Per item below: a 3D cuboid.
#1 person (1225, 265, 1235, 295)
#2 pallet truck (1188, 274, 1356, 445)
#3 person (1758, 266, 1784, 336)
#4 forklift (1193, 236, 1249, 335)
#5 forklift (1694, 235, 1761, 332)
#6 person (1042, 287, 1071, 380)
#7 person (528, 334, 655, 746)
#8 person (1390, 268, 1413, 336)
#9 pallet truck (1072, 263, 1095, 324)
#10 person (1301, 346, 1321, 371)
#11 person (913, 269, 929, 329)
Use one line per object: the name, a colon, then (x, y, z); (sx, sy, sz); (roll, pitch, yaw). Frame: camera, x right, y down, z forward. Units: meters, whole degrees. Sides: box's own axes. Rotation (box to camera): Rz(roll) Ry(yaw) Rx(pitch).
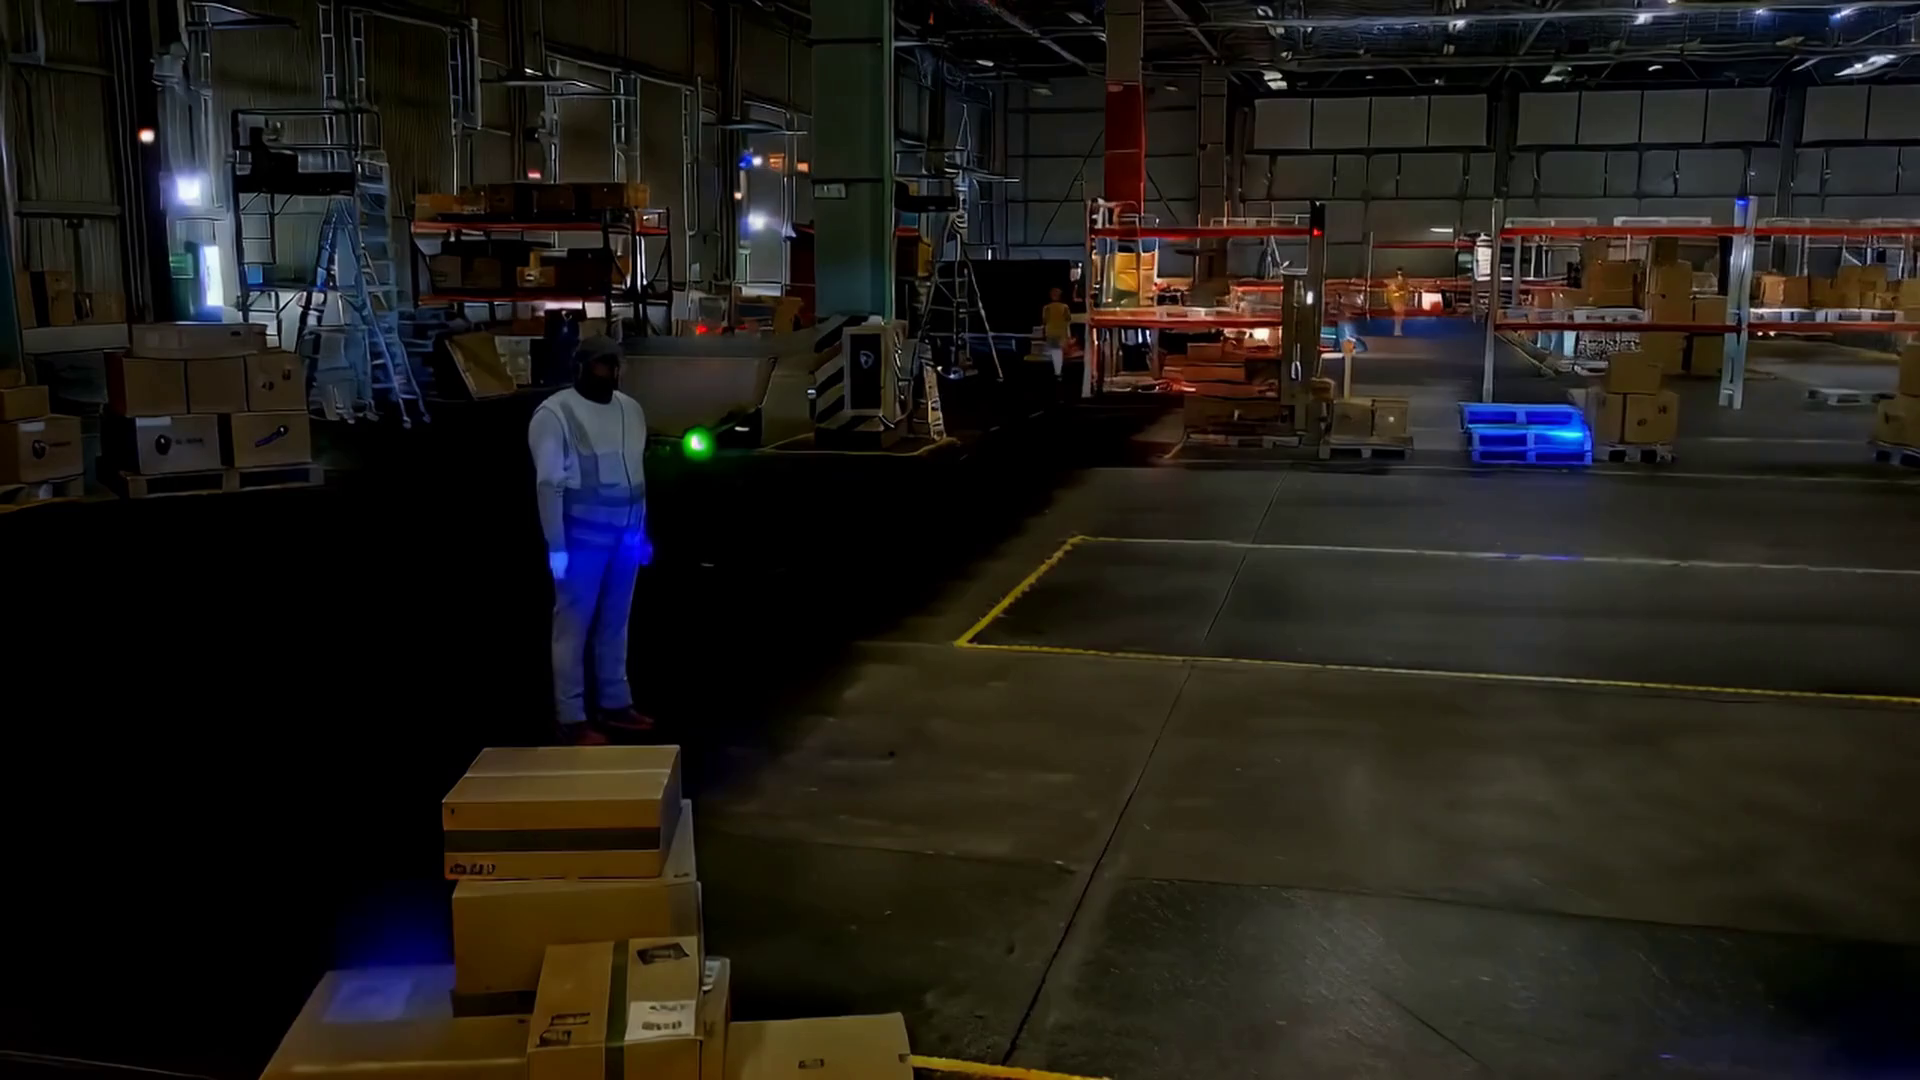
person: (9.908, -9.165, 61.280); (0.636, 1.892, 0.991); (8, 12, 39)
pallet truck: (3.653, -2.138, 19.590); (1.885, 1.965, 0.823); (-4, 10, -20)
person: (22.622, -6.671, 46.452); (0.629, 1.940, 0.378); (2, 10, 9)
forklift: (7.154, -7.230, 46.971); (1.873, 2.768, 1.129); (-5, 11, -25)
forklift: (22.425, -7.519, 48.677); (1.873, 2.768, 1.129); (2, 10, 14)
person: (1.743, -3.680, 29.654); (0.544, 1.662, 0.782); (-2, 10, -13)
person: (-1.619, -0.002, 7.486); (0.430, 1.840, 0.622); (7, 12, 35)
person: (12.346, -6.655, 46.499); (0.570, 1.882, 0.982); (-1, 10, -9)
pallet truck: (4.325, -8.180, 55.162); (0.823, 1.965, 1.885); (6, 11, 31)
person: (6.786, -4.113, 31.985); (0.485, 1.739, 0.320); (-8, 13, -41)
person: (-1.159, -7.384, 50.685); (0.543, 1.930, 0.389); (-6, 11, -32)
